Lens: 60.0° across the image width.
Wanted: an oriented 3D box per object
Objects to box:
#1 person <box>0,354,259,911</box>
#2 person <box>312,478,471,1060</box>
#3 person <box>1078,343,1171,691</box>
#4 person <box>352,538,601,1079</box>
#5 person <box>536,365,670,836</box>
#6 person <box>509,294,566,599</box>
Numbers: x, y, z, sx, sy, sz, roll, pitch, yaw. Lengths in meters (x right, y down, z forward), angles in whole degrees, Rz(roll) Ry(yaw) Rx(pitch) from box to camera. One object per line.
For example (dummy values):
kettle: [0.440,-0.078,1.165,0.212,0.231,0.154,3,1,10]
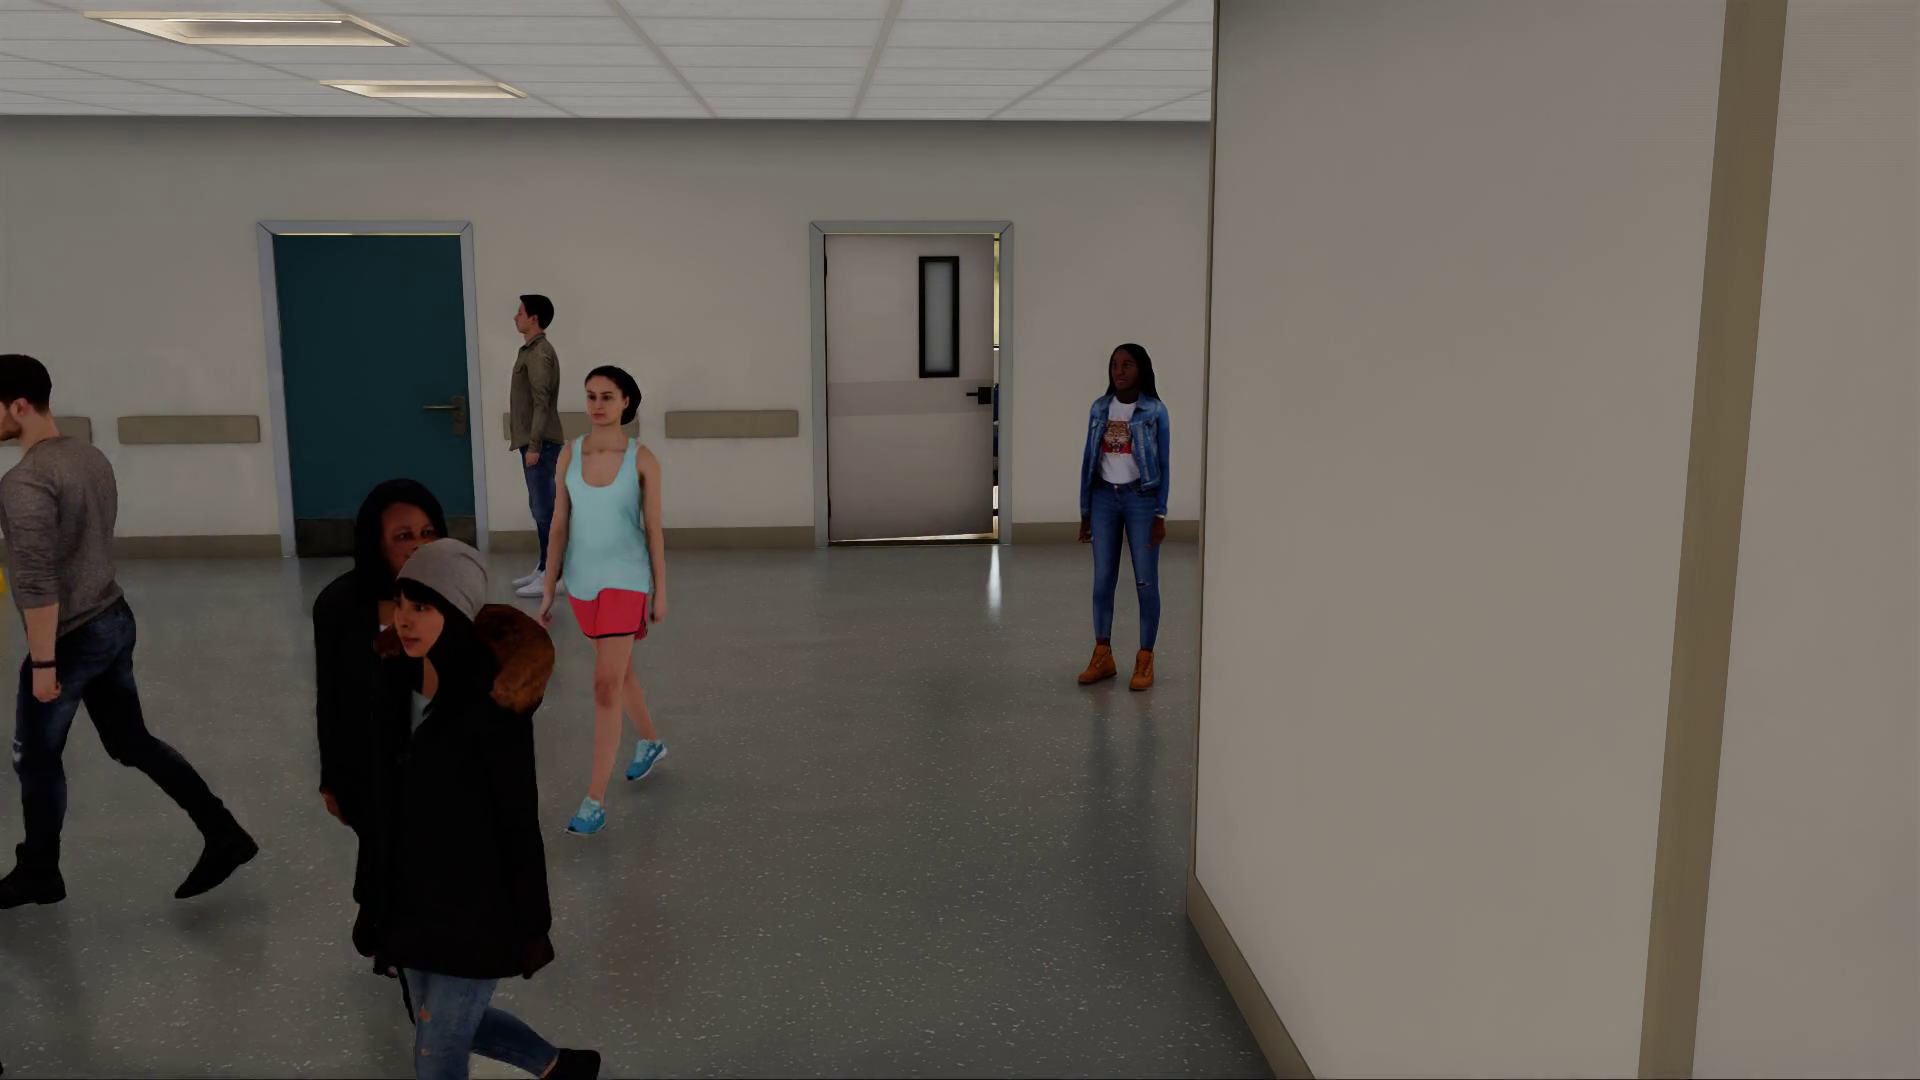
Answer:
person: [-2.786,0.344,5.461,1.184,1.848,0.740,0,11,0]
person: [-1.590,0.623,4.681,1.087,1.590,1.082,-10,15,-42]
person: [0.828,-0.125,8.293,0.633,1.713,0.743,6,12,27]
person: [-1.087,0.793,3.719,1.033,1.614,1.043,7,13,32]
person: [-1.345,0.214,6.498,1.215,1.717,0.941,3,11,14]
person: [-2.602,-0.589,10.330,0.679,1.865,0.756,-4,11,-19]
